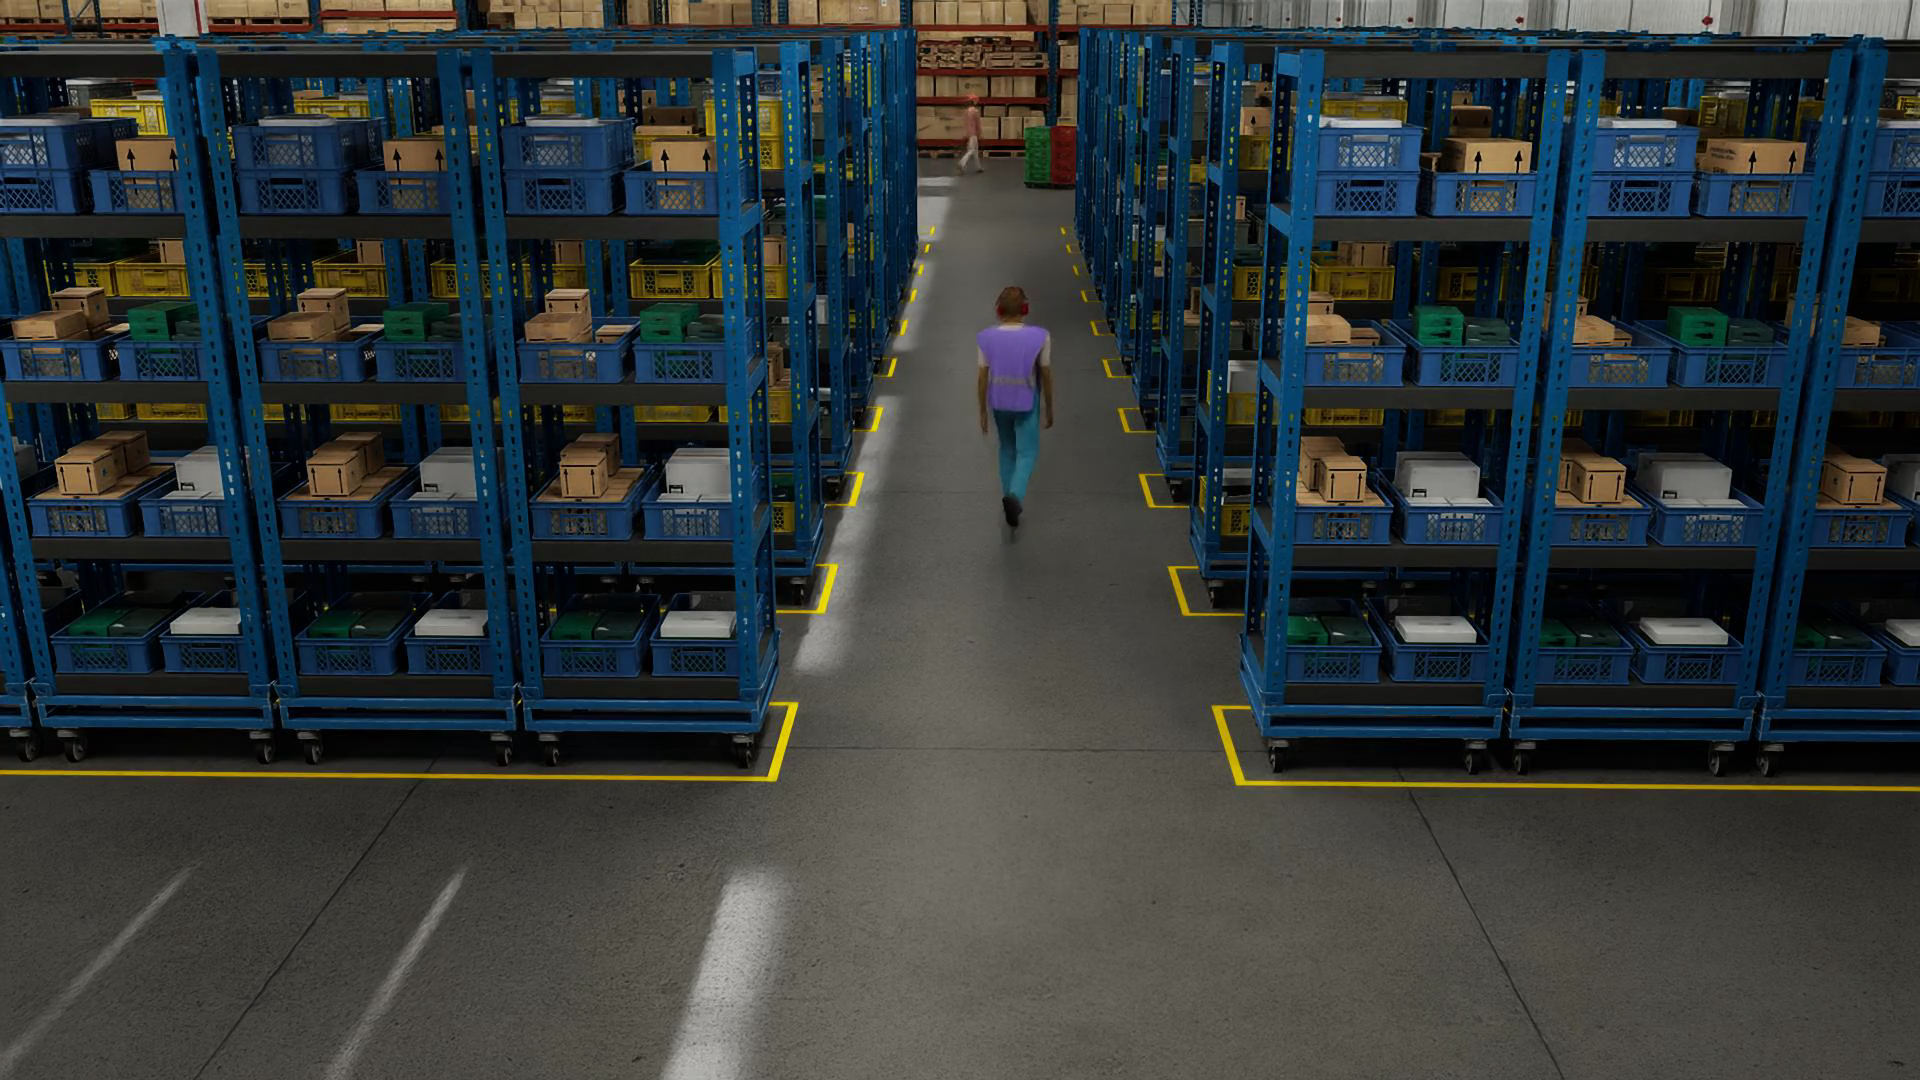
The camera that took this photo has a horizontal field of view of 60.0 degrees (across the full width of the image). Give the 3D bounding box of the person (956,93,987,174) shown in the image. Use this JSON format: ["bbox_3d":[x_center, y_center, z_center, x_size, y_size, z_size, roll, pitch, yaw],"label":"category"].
[{"bbox_3d":[0.278,-10.028,41.086,0.828,1.973,0.620,-7,19,-23],"label":"person"}]

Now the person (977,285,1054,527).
[{"bbox_3d":[0.400,-0.996,12.541,0.580,1.826,0.672,5,18,17],"label":"person"}]
